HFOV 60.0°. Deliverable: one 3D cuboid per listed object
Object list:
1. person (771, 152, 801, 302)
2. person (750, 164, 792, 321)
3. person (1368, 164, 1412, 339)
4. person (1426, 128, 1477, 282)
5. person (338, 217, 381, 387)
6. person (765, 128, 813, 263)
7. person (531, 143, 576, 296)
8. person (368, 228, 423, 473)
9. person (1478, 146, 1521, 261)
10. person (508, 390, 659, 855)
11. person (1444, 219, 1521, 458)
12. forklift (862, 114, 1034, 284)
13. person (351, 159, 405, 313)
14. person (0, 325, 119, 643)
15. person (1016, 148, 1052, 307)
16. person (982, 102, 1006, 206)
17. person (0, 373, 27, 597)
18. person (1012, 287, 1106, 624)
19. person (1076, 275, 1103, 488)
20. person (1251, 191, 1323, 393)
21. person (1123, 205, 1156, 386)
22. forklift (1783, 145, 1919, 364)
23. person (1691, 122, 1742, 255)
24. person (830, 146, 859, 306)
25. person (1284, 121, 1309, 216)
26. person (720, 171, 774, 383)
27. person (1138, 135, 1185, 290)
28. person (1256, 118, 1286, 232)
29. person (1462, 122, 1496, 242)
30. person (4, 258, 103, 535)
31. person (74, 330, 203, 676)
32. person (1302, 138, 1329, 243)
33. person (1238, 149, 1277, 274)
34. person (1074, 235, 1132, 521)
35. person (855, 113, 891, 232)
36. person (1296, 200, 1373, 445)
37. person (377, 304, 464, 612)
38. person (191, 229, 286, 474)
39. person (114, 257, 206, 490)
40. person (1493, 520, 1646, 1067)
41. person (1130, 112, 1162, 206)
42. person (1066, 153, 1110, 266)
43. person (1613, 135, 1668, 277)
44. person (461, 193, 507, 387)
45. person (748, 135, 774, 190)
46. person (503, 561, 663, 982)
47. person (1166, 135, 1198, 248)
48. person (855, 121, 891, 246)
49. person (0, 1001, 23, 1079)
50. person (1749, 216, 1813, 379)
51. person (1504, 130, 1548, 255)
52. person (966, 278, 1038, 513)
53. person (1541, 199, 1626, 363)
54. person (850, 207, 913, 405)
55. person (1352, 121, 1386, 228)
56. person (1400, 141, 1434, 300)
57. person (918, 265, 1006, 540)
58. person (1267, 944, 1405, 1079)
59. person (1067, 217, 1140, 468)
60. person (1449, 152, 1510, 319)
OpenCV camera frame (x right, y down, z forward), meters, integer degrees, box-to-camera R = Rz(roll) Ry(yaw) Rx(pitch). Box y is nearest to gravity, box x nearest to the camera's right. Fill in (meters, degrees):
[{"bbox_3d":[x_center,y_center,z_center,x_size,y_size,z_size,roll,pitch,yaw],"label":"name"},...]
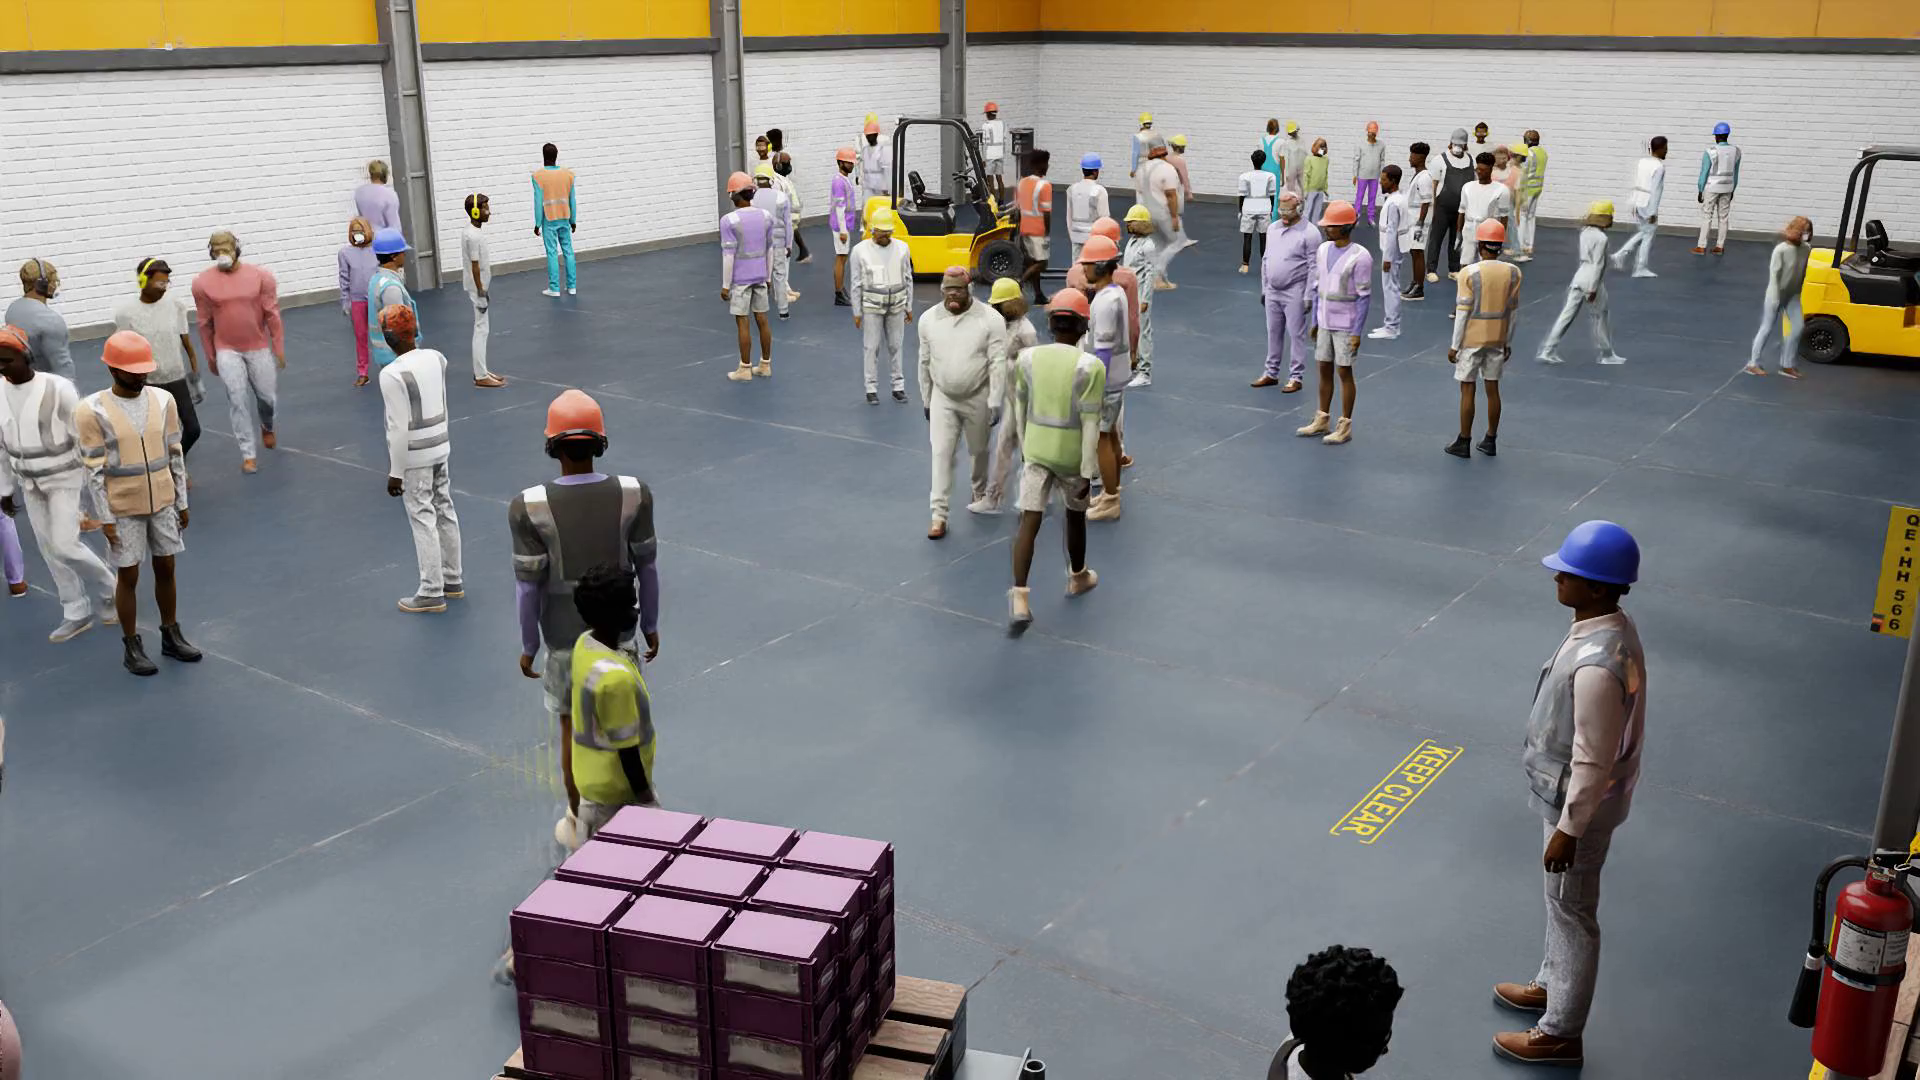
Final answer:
[{"bbox_3d":[-2.207,-3.923,20.848,0.429,1.842,0.633,1,18,4],"label":"person"},{"bbox_3d":[-2.258,-3.473,19.475,0.590,1.821,0.404,-1,18,-4],"label":"person"},{"bbox_3d":[4.800,-3.193,18.463,0.397,1.911,0.591,6,19,18],"label":"person"},{"bbox_3d":[6.619,-4.484,22.281,0.682,2.000,0.536,-4,18,-11],"label":"person"},{"bbox_3d":[-5.732,-2.303,16.119,0.507,1.632,0.272,-3,18,-10],"label":"person"},{"bbox_3d":[-2.538,-4.961,23.997,0.895,1.921,0.638,4,18,13],"label":"person"},{"bbox_3d":[-5.156,-4.081,21.218,0.597,1.918,0.379,-16,24,-41],"label":"person"},{"bbox_3d":[-4.340,-1.426,12.862,0.389,1.947,0.615,-9,20,-27],"label":"person"},{"bbox_3d":[7.237,-4.386,22.397,0.579,1.785,0.939,-2,18,-5],"label":"person"},{"bbox_3d":[-1.588,0.366,7.107,0.615,2.042,0.372,-9,20,-26],"label":"person"},{"bbox_3d":[4.234,-1.632,13.529,0.553,1.935,0.364,-4,18,-13],"label":"person"},{"bbox_3d":[-0.171,-4.594,22.377,2.313,2.155,1.214,1,18,3],"label":"forklift"},{"bbox_3d":[-6.653,-3.379,19.035,0.633,1.917,0.781,8,19,23],"label":"person"},{"bbox_3d":[-5.238,-0.327,9.575,0.592,1.866,0.440,5,18,14],"label":"person"},{"bbox_3d":[0.865,-3.758,20.177,0.755,1.946,0.608,-11,21,-32],"label":"person"},{"bbox_3d":[0.583,-7.003,30.365,0.541,1.921,0.412,-14,22,-37],"label":"person"},{"bbox_3d":[-6.078,-0.531,10.214,0.510,1.862,0.327,-10,20,-29],"label":"person"},{"bbox_3d":[0.554,-0.499,9.941,0.627,1.991,1.081,9,20,25],"label":"person"},{"bbox_3d":[1.020,-1.216,12.707,0.311,1.642,0.512,6,19,18],"label":"person"},{"bbox_3d":[3.112,-2.361,15.870,0.400,1.902,0.643,-14,22,-37],"label":"person"},{"bbox_3d":[1.709,-2.372,16.155,0.296,1.745,0.485,-6,19,-19],"label":"person"},{"bbox_3d":[9.803,-2.879,17.013,2.313,2.155,1.214,12,21,33],"label":"forklift"},{"bbox_3d":[11.255,-5.216,24.741,0.604,1.939,0.416,-2,18,-7],"label":"person"},{"bbox_3d":[-1.416,-3.874,20.551,0.376,1.933,0.544,1,18,2],"label":"person"},{"bbox_3d":[5.758,-6.318,28.547,0.615,1.721,0.361,-8,20,-24],"label":"person"},{"bbox_3d":[-2.094,-2.566,16.280,0.374,2.043,0.608,17,24,42],"label":"person"},{"bbox_3d":[2.623,-4.220,21.455,0.542,2.000,0.708,-8,20,-24],"label":"person"},{"bbox_3d":[5.079,-5.946,27.191,0.501,1.839,0.344,12,21,33],"label":"person"},{"bbox_3d":[8.092,-5.587,26.037,0.506,1.857,0.331,5,18,16],"label":"person"},{"bbox_3d":[-6.286,-0.979,11.503,0.636,1.931,0.377,13,22,36],"label":"person"},{"bbox_3d":[-4.451,-0.197,9.080,0.418,1.920,0.542,13,22,36],"label":"person"},{"bbox_3d":[5.529,-5.414,25.848,0.499,1.633,0.278,-11,21,-30],"label":"person"},{"bbox_3d":[4.085,-4.518,22.947,0.534,1.697,0.318,-1,18,-2],"label":"person"},{"bbox_3d":[1.005,-1.145,11.861,0.431,2.032,0.628,3,18,10],"label":"person"},{"bbox_3d":[-1.429,-6.014,27.254,0.593,1.923,0.382,0,18,0],"label":"person"},{"bbox_3d":[3.148,-1.817,13.941,0.395,2.040,0.609,-10,20,-28],"label":"person"},{"bbox_3d":[-3.270,-0.491,10.043,0.360,1.886,0.574,5,18,15],"label":"person"},{"bbox_3d":[-5.699,-1.520,13.216,0.633,1.913,0.672,-6,19,-19],"label":"person"},{"bbox_3d":[-5.893,-1.161,12.222,0.606,1.844,0.524,-16,23,-40],"label":"person"},{"bbox_3d":[2.104,0.868,5.688,0.383,1.951,0.605,6,19,18],"label":"person"},{"bbox_3d":[3.196,-6.468,28.823,0.602,1.830,0.404,-11,21,-30],"label":"person"},{"bbox_3d":[1.502,-3.517,19.408,0.605,1.948,0.386,16,24,41],"label":"person"},{"bbox_3d":[9.328,-4.536,22.656,0.506,1.909,0.604,-1,18,-4],"label":"person"},{"bbox_3d":[-4.627,-2.407,16.080,0.331,1.864,0.505,-5,18,-15],"label":"person"},{"bbox_3d":[-2.710,-4.676,23.167,0.544,1.868,0.323,4,18,12],"label":"person"},{"bbox_3d":[-1.316,0.876,6.134,0.866,1.659,0.535,-5,18,-16],"label":"person"},{"bbox_3d":[3.309,-5.213,25.078,0.875,1.728,0.546,-6,19,-18],"label":"person"},{"bbox_3d":[-1.269,-5.516,25.744,0.561,1.900,0.951,12,21,32],"label":"person"},{"bbox_3d":[-2.256,1.539,3.633,0.650,1.931,0.378,3,18,9],"label":"person"},{"bbox_3d":[8.177,-2.379,16.396,0.567,1.603,0.651,-7,19,-22],"label":"person"},{"bbox_3d":[8.445,-5.169,24.769,0.638,1.831,0.429,-16,24,-40],"label":"person"},{"bbox_3d":[0.312,-1.034,12.010,0.810,1.704,0.509,-8,19,-23],"label":"person"},{"bbox_3d":[6.452,-2.643,17.083,0.894,1.700,0.502,-3,18,-9],"label":"person"},{"bbox_3d":[-0.711,-2.157,15.365,0.601,1.821,0.403,-7,19,-20],"label":"person"},{"bbox_3d":[6.858,-6.123,27.873,0.576,1.749,0.334,-3,18,-9],"label":"person"},{"bbox_3d":[5.745,-4.004,20.900,0.366,1.964,0.610,3,18,8],"label":"person"},{"bbox_3d":[0.012,-1.009,11.715,0.642,1.866,0.977,3,18,8],"label":"person"},{"bbox_3d":[0.762,1.651,3.656,0.320,1.692,0.531,3,18,9],"label":"person"},{"bbox_3d":[1.128,-1.541,13.146,0.611,1.997,0.375,8,19,24],"label":"person"},{"bbox_3d":[6.087,-3.548,19.473,0.617,1.964,0.361,16,23,40],"label":"person"}]
